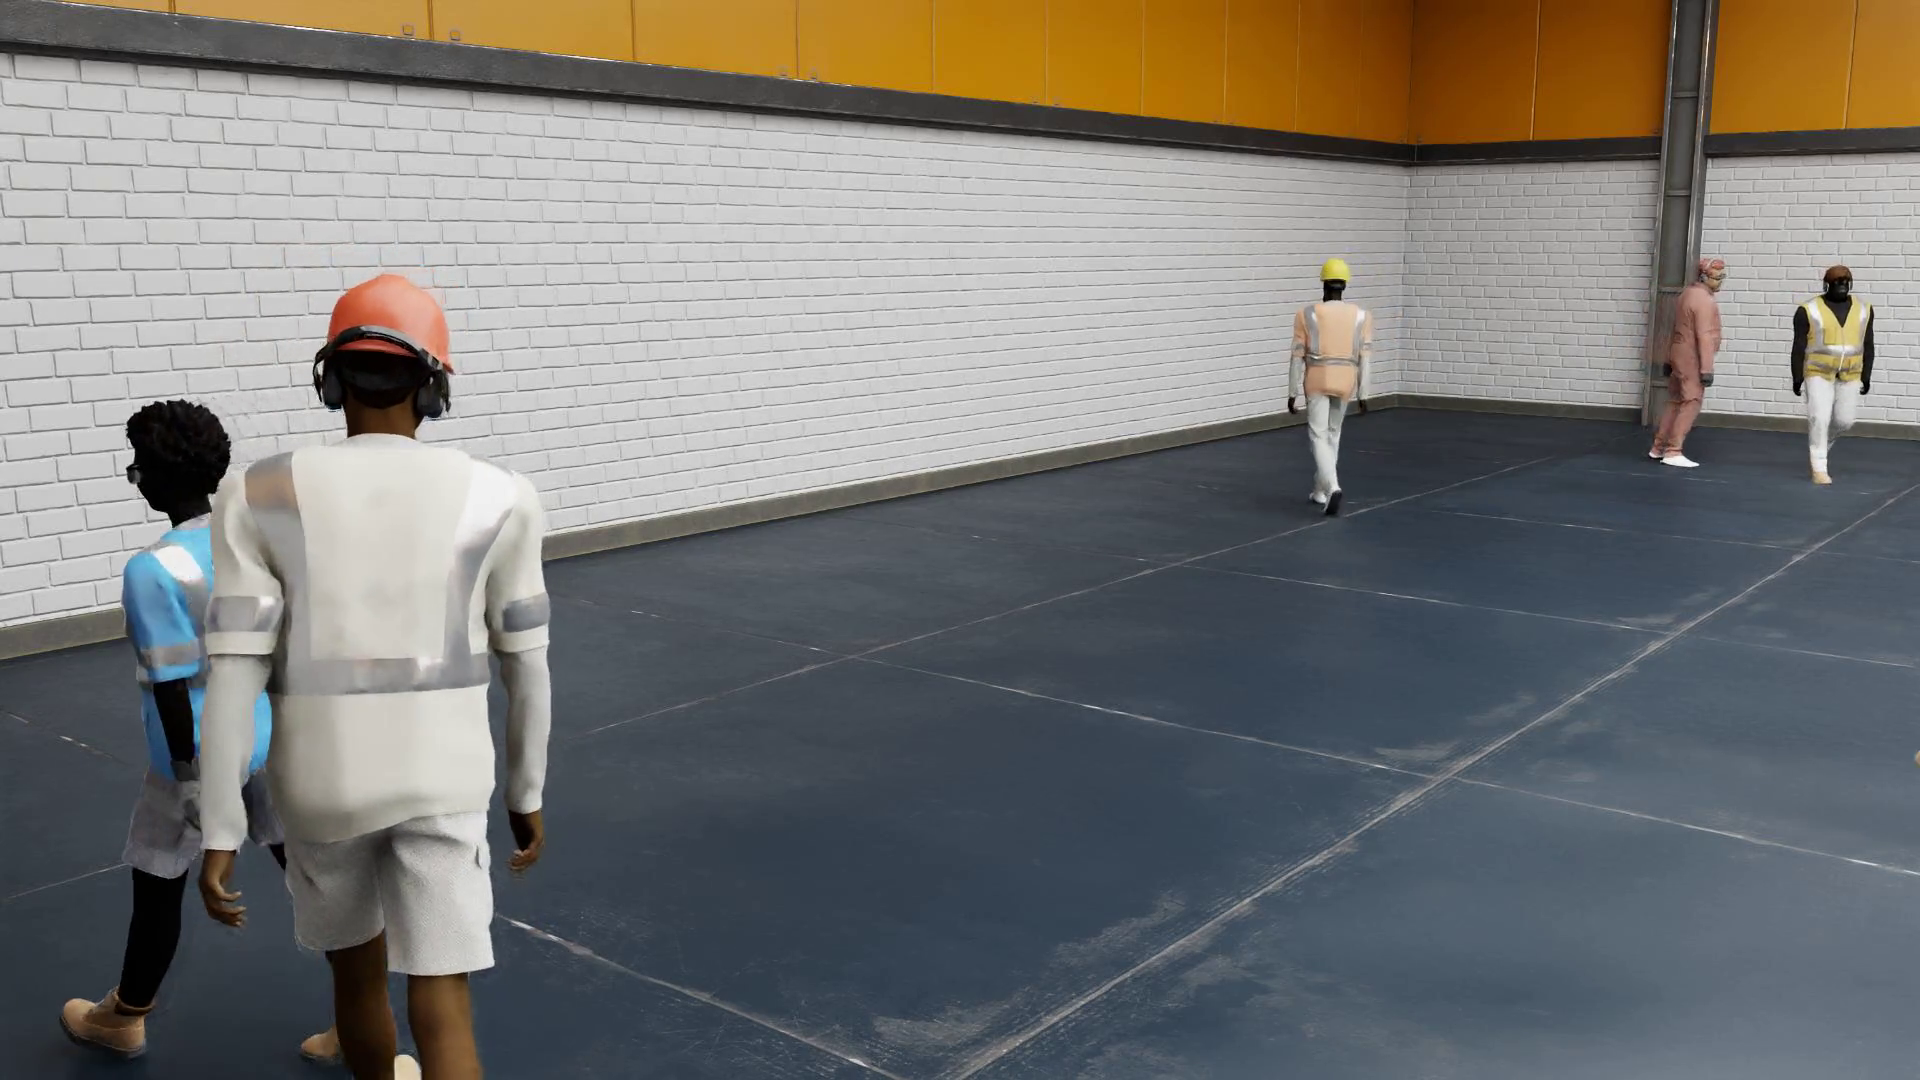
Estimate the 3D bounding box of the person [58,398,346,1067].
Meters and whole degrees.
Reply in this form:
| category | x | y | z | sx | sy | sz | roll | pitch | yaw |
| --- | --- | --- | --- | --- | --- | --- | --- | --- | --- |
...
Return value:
| category | x | y | z | sx | sy | sz | roll | pitch | yaw |
| --- | --- | --- | --- | --- | --- | --- | --- | --- | --- |
| person | -1.794 | 0.485 | 4.018 | 0.889 | 1.650 | 0.535 | 3 | 11 | 16 |

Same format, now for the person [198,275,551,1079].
| category | x | y | z | sx | sy | sz | roll | pitch | yaw |
| --- | --- | --- | --- | --- | --- | --- | --- | --- | --- |
| person | -1.110 | 0.482 | 3.222 | 0.652 | 1.958 | 1.088 | -3 | 11 | -17 |

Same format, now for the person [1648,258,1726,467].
| category | x | y | z | sx | sy | sz | roll | pitch | yaw |
| --- | --- | --- | --- | --- | --- | --- | --- | --- | --- |
| person | 6.537 | -1.577 | 14.865 | 0.469 | 1.865 | 0.698 | 1 | 10 | 8 |

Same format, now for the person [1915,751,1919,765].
| category | x | y | z | sx | sy | sz | roll | pitch | yaw |
| --- | --- | --- | --- | --- | --- | --- | --- | --- | --- |
| person | 3.701 | 0.128 | 5.591 | 0.637 | 1.793 | 0.923 | -7 | 13 | -35 |

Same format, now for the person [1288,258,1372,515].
| category | x | y | z | sx | sy | sz | roll | pitch | yaw |
| --- | --- | --- | --- | --- | --- | --- | --- | --- | --- |
| person | 2.770 | -1.152 | 12.423 | 0.594 | 1.894 | 0.892 | -1 | 10 | -5 |

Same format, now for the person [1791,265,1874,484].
| category | x | y | z | sx | sy | sz | roll | pitch | yaw |
| --- | --- | --- | --- | --- | --- | --- | --- | --- | --- |
| person | 7.294 | -1.395 | 13.966 | 0.636 | 1.819 | 0.675 | 1 | 10 | 8 |
